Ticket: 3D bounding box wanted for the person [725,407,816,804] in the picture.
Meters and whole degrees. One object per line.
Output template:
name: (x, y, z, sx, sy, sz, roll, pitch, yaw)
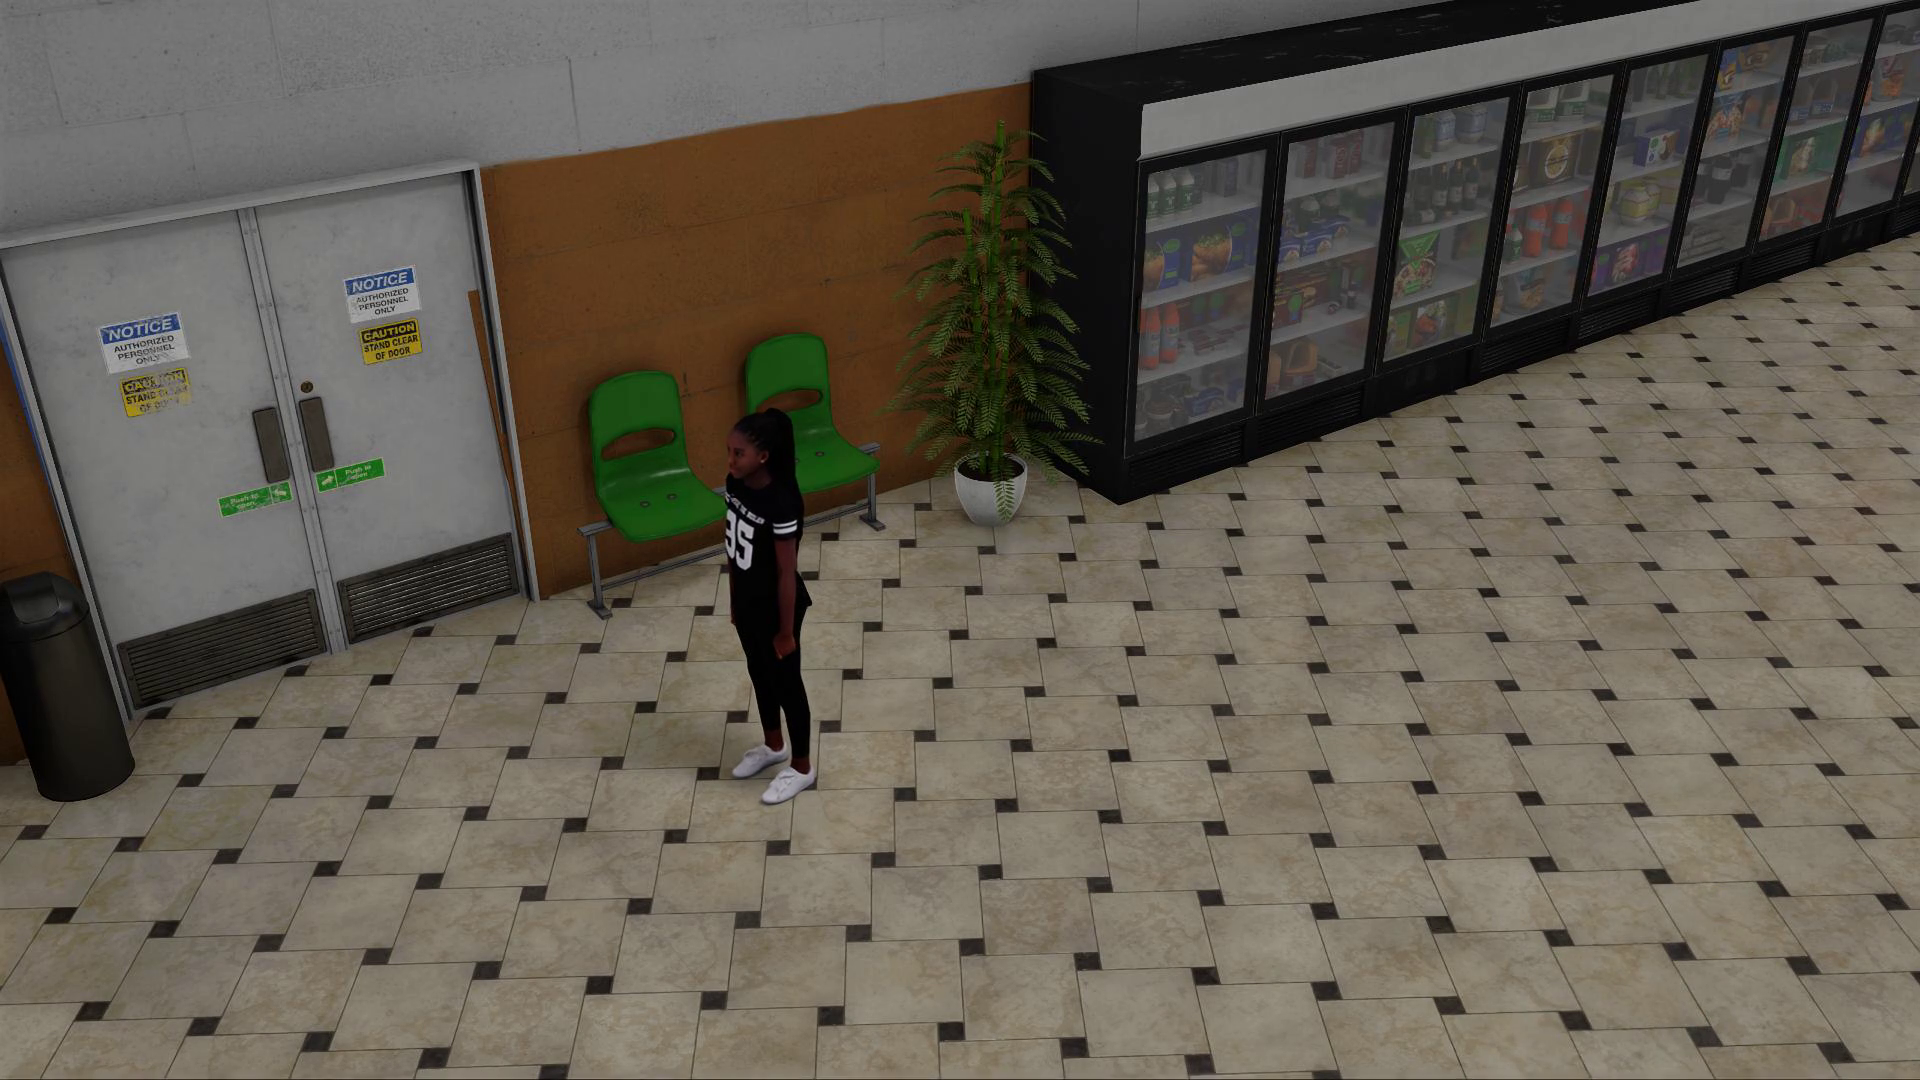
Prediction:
person: (-0.793, 0.272, 6.878, 0.669, 1.731, 0.506, -21, 35, -34)
